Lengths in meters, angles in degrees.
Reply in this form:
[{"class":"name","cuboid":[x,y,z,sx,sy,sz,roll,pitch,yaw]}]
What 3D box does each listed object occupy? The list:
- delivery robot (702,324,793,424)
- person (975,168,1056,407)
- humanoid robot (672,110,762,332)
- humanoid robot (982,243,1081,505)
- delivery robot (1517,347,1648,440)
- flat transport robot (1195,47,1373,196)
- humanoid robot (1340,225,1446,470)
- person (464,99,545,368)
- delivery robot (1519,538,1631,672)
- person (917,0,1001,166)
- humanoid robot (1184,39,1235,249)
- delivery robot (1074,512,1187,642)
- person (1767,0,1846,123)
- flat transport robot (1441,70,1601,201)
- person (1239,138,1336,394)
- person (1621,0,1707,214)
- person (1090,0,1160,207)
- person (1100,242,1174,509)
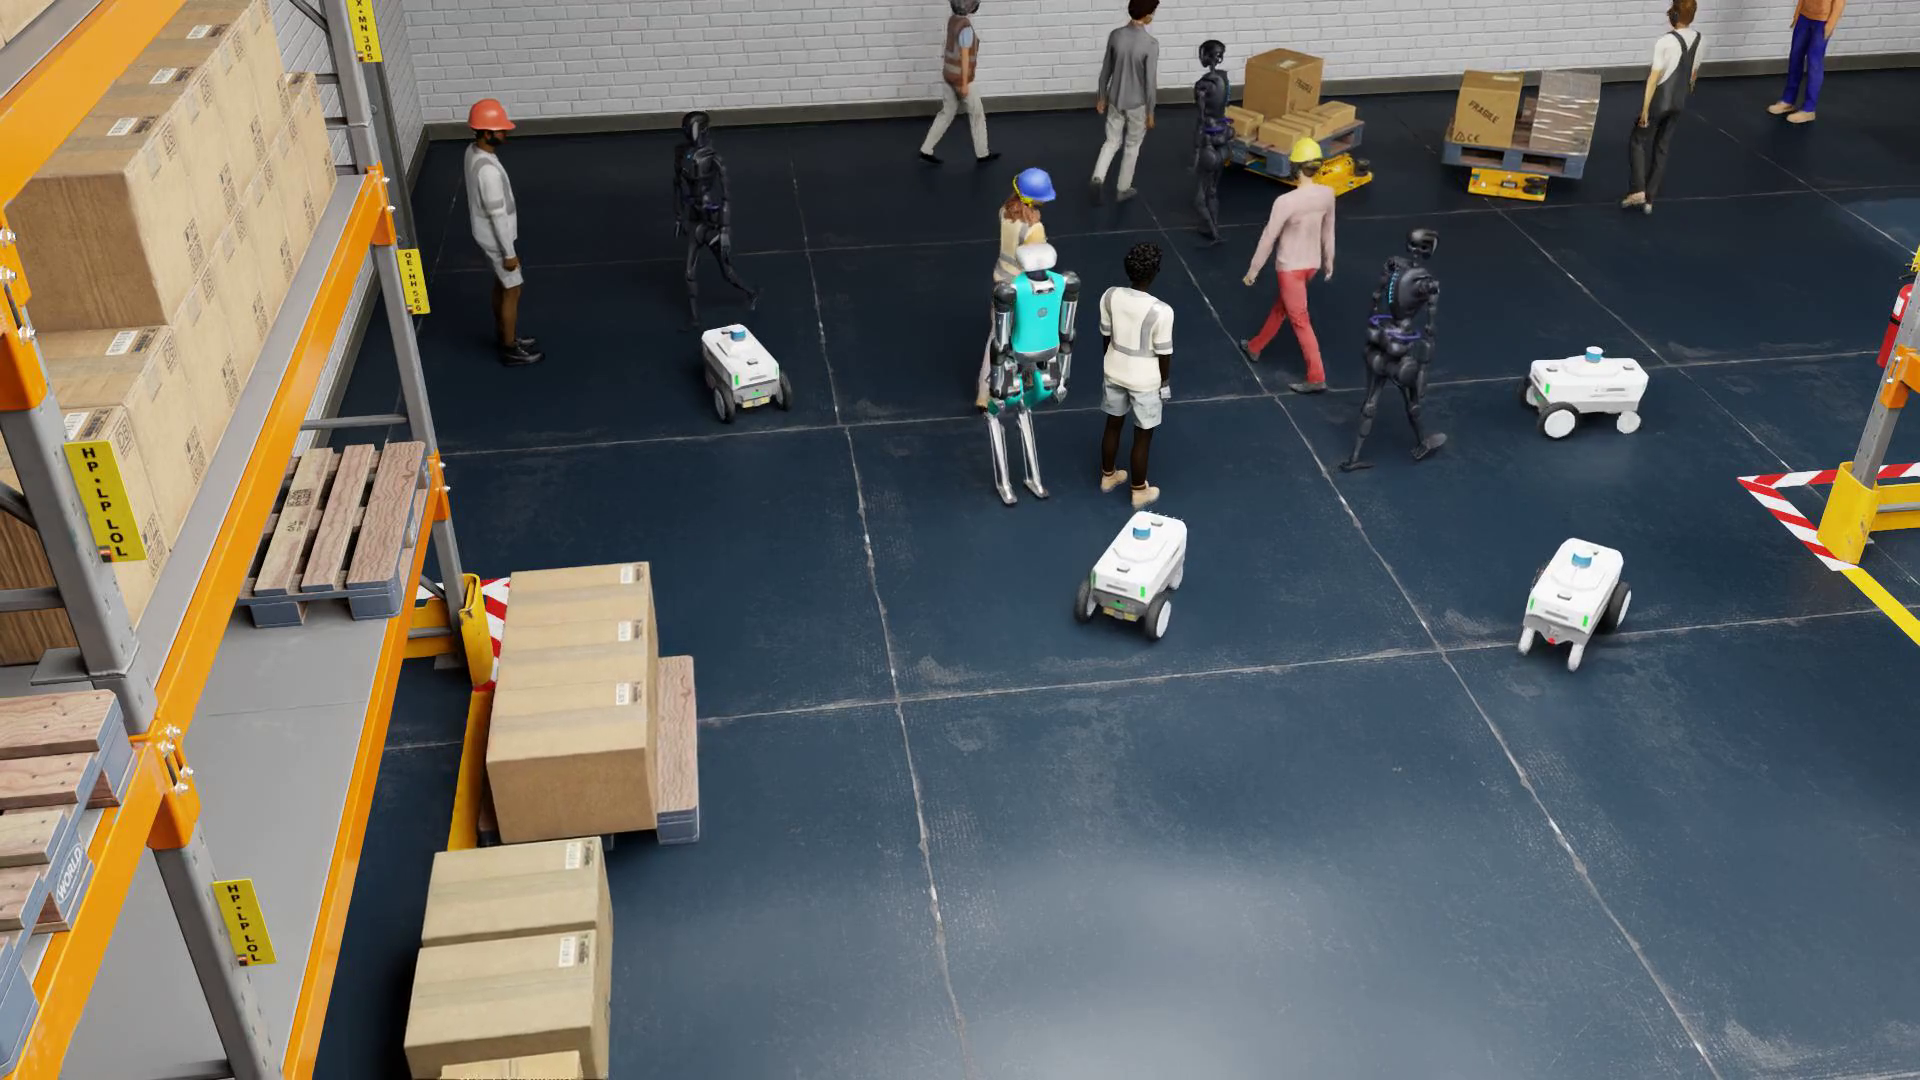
[{"class":"delivery robot","cuboid":[-1.499,-1.179,11.393,0.499,0.590,0.793,-15,36,-22]},{"class":"person","cuboid":[0.407,-1.698,11.132,0.456,1.706,0.827,28,42,36]},{"class":"humanoid robot","cuboid":[-1.837,-2.364,12.243,0.583,1.649,0.768,22,39,30]},{"class":"humanoid robot","cuboid":[0.358,-1.053,10.047,0.530,1.713,0.703,-12,35,-17]},{"class":"delivery robot","cuboid":[4.184,-1.015,11.124,0.747,0.570,0.499,-1,33,-2]},{"class":"flat transport robot","cuboid":[2.972,-3.449,15.138,0.659,0.231,1.431,-28,42,-36]},{"class":"humanoid robot","cuboid":[2.785,-1.220,10.462,0.731,1.636,0.614,-15,36,-22]},{"class":"person","cuboid":[-3.194,-2.129,11.604,0.387,1.922,0.549,-14,36,-21]},{"class":"delivery robot","cuboid":[3.372,0.308,9.136,0.499,0.614,0.802,20,38,27]},{"class":"person","cuboid":[-0.026,-4.186,14.990,0.762,1.650,0.446,-13,35,-19]},{"class":"humanoid robot","cuboid":[2.061,-3.207,13.478,0.418,1.636,0.591,14,36,21]},{"class":"delivery robot","cuboid":[0.998,0.173,9.330,0.499,0.599,0.797,15,36,22]},{"class":"person","cuboid":[8.258,-5.053,16.044,0.404,1.971,0.518,-10,34,-14]},{"class":"flat transport robot","cuboid":[5.019,-3.434,15.115,0.659,0.231,1.431,11,35,16]},{"class":"person","cuboid":[2.292,-1.883,11.418,0.613,1.699,0.931,-21,38,-28]},{"class":"person","cuboid":[5.956,-3.665,14.056,0.524,1.821,0.433,-5,33,-7]},{"class":"person","cuboid":[1.390,-3.699,14.060,0.551,1.869,0.692,19,37,26]},{"class":"person","cuboid":[1.058,-0.992,10.072,0.531,1.694,0.319,28,42,36]}]
